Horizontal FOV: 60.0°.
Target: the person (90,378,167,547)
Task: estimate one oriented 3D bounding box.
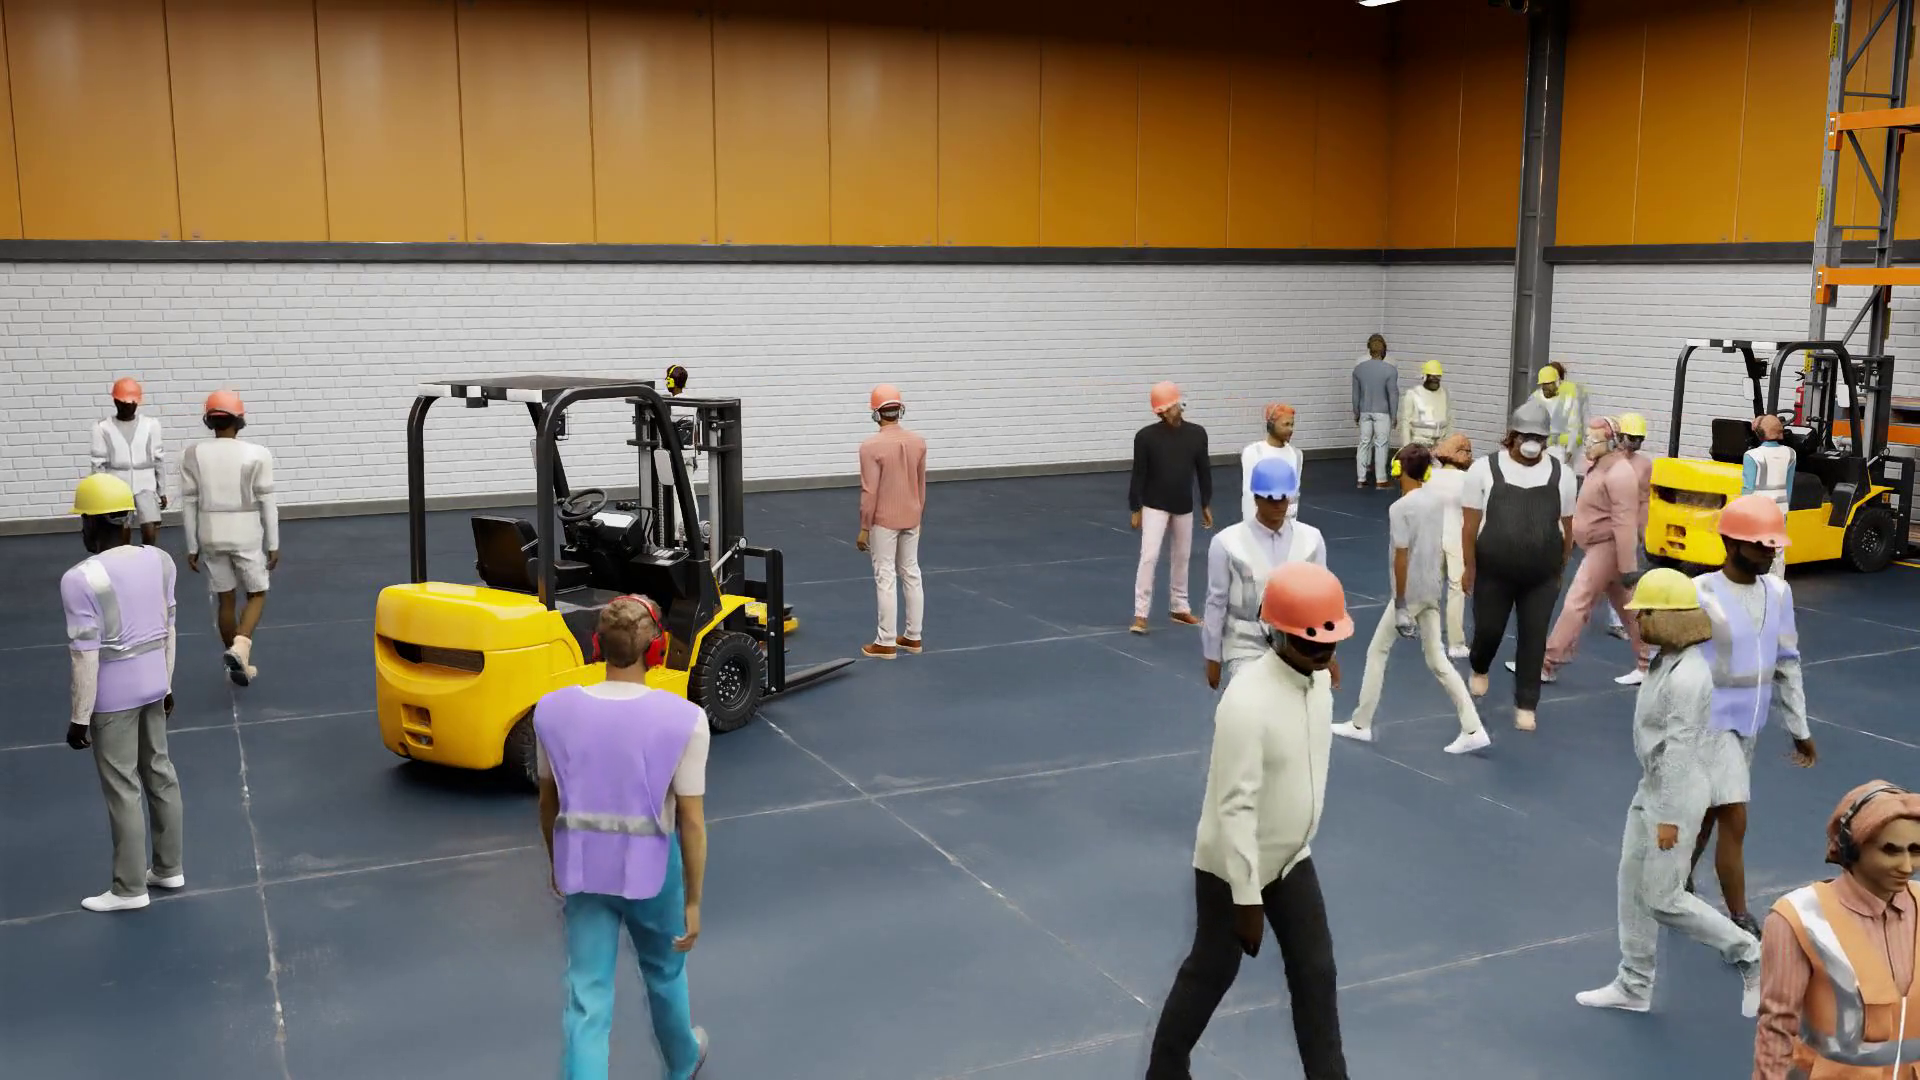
[{"bbox_3d":[-6.980,-0.402,13.996,0.583,1.899,0.806,-6,11,-31],"label":"person"}]

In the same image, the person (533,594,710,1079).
[{"bbox_3d":[-1.055,1.057,5.278,0.591,1.792,0.965,1,9,4],"label":"person"}]

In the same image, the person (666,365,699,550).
[{"bbox_3d":[-2.822,-0.814,16.666,0.325,1.871,0.521,5,11,30],"label":"person"}]

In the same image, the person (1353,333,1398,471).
[{"bbox_3d":[5.832,-1.935,23.408,0.635,1.937,0.353,-2,9,-12],"label":"person"}]

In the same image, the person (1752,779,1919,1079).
[{"bbox_3d":[2.089,1.357,3.913,0.523,1.636,0.310,-2,9,-12],"label":"person"}]

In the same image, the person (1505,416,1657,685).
[{"bbox_3d":[4.274,0.087,11.163,1.041,1.837,0.659,3,10,17],"label":"person"}]

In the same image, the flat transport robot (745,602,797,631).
[{"bbox_3d":[-2.044,0.583,12.939,1.431,0.197,0.652,5,10,27],"label":"flat transport robot"}]

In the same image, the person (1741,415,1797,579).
[{"bbox_3d":[6.589,-0.206,13.624,0.513,1.634,0.309,-3,10,-19],"label":"person"}]

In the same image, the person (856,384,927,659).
[{"bbox_3d":[-0.504,-0.134,12.074,0.610,1.989,0.391,-9,12,-43],"label":"person"}]

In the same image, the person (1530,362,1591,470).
[{"bbox_3d":[6.656,-1.072,18.528,0.652,1.792,0.720,0,9,-2],"label":"person"}]

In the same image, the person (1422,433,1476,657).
[{"bbox_3d":[3.576,0.035,12.123,0.279,1.633,0.497,-6,11,-35],"label":"person"}]

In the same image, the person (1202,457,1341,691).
[{"bbox_3d":[1.536,0.563,8.012,0.609,1.909,0.929,-3,10,-16],"label":"person"}]

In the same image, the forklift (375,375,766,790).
[{"bbox_3d":[-2.268,0.149,9.685,1.214,2.155,2.313,6,11,32],"label":"forklift"}]

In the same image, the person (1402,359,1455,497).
[{"bbox_3d":[5.319,-1.148,18.915,0.599,1.819,0.459,-2,9,-14],"label":"person"}]

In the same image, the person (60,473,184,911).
[{"bbox_3d":[-3.679,0.667,7.297,0.368,1.927,0.587,2,9,14],"label":"person"}]

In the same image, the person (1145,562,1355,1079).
[{"bbox_3d":[0.978,1.006,5.149,0.982,1.929,0.651,8,12,42],"label":"person"}]

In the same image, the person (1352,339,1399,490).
[{"bbox_3d":[5.355,-1.617,21.432,0.636,1.939,0.364,8,12,41],"label":"person"}]

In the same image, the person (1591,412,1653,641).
[{"bbox_3d":[4.973,-0.114,12.690,0.548,1.745,0.564,-2,9,-12],"label":"person"}]

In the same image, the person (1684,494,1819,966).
[{"bbox_3d":[3.207,0.766,6.741,0.557,1.896,0.894,-4,10,-24],"label":"person"}]

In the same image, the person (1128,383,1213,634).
[{"bbox_3d":[1.600,-0.244,12.925,0.742,1.952,0.623,-3,10,-18],"label":"person"}]

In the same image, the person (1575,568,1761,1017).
[{"bbox_3d":[2.686,0.955,6.135,0.615,1.720,0.490,2,9,10],"label":"person"}]

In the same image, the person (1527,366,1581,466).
[{"bbox_3d":[6.562,-1.048,18.495,0.620,1.763,0.829,5,10,27],"label":"person"}]

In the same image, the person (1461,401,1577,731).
[{"bbox_3d":[3.452,0.124,10.314,0.685,2.000,0.717,2,9,10],"label":"person"}]

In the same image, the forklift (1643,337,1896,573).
[{"bbox_3d":[7.551,-0.789,15.507,2.313,2.155,1.214,-4,10,-25],"label":"forklift"}]

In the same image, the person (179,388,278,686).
[{"bbox_3d":[-4.871,0.009,11.072,0.613,2.029,0.667,-1,9,-6],"label":"person"}]

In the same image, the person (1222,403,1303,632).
[{"bbox_3d":[2.253,-0.092,12.260,0.578,1.857,0.882,-4,10,-26],"label":"person"}]

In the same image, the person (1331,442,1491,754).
[{"bbox_3d":[2.681,0.338,9.712,0.504,1.818,0.949,-7,12,-38],"label":"person"}]
